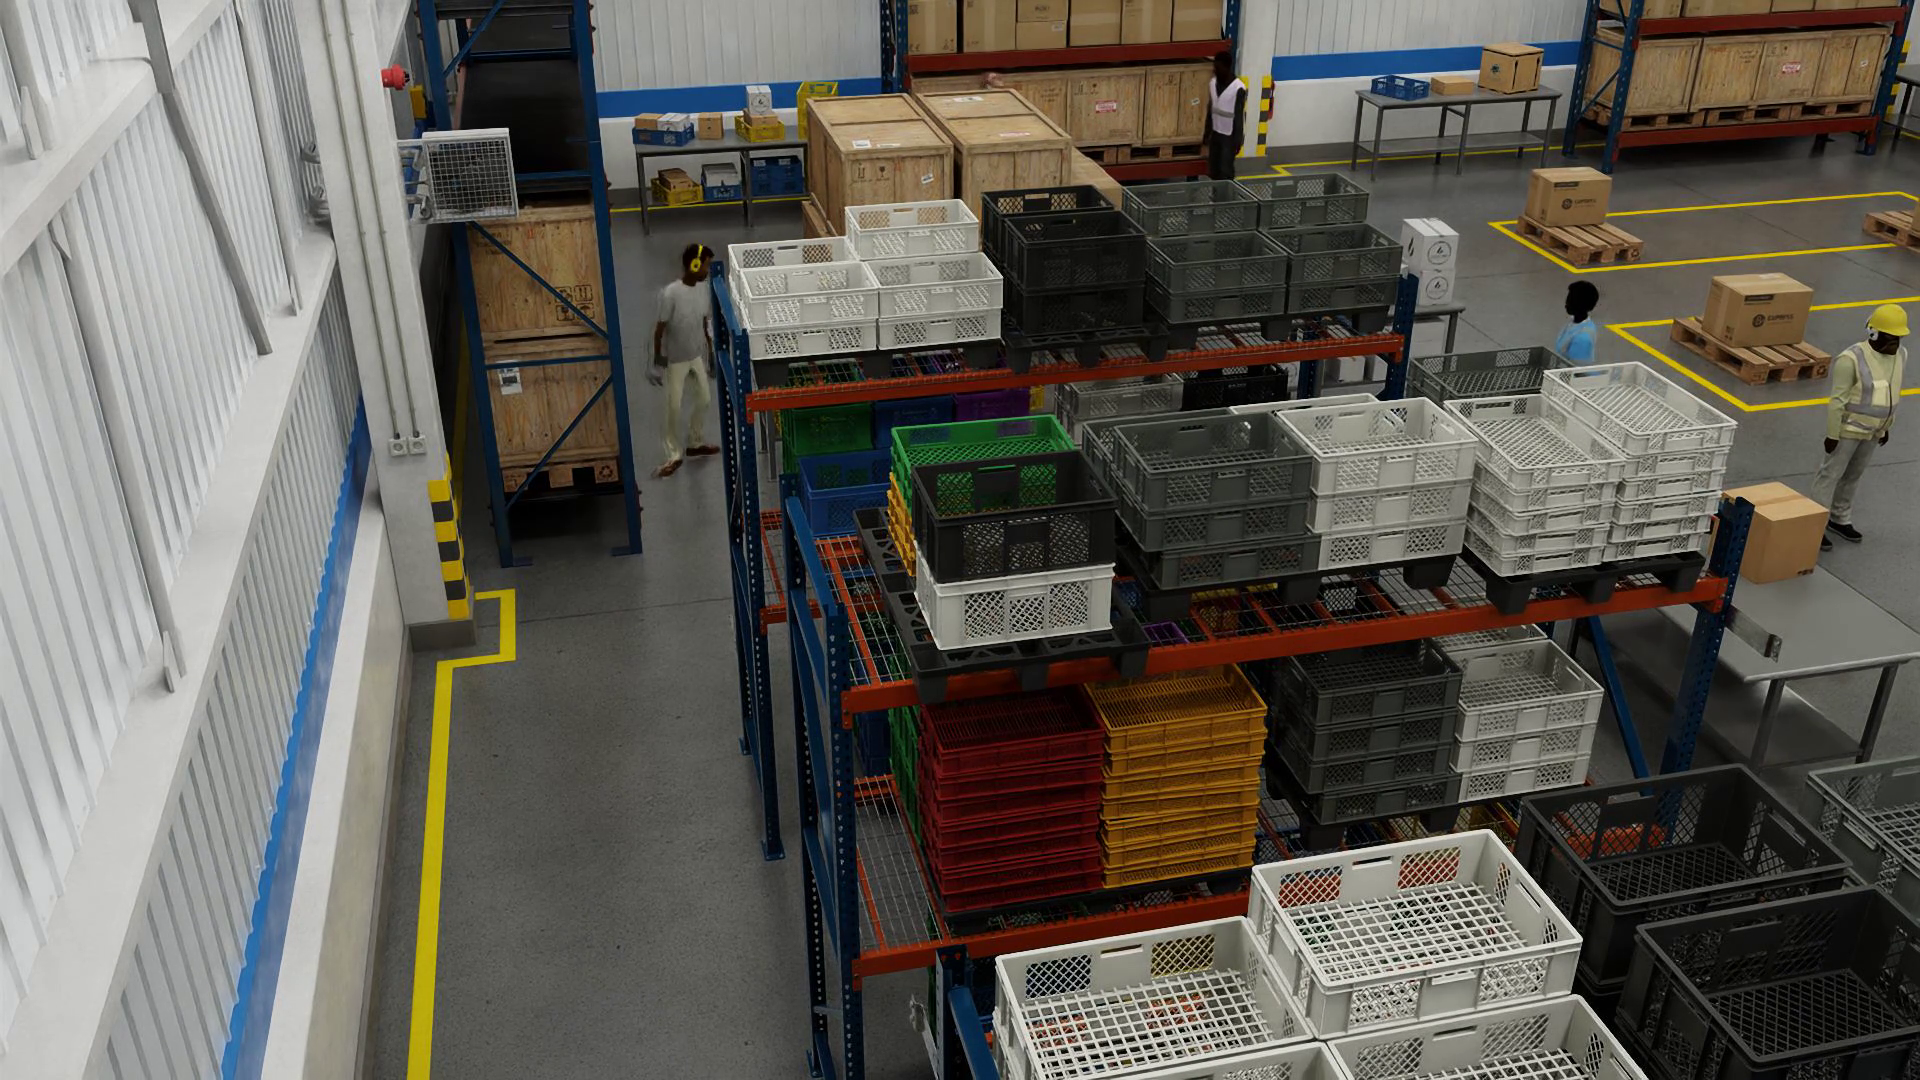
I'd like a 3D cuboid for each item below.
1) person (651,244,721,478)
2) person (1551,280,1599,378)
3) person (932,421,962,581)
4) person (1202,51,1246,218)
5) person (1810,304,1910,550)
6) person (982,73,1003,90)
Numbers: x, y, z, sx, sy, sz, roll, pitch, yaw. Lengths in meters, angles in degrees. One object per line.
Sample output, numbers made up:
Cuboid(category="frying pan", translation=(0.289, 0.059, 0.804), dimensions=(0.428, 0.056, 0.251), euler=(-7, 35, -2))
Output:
Cuboid(category="person", translation=(-2.174, -1.389, 13.001), dimensions=(0.343, 1.831, 0.671), euler=(21, 34, 34))
Cuboid(category="person", translation=(4.632, -1.176, 12.749), dimensions=(0.491, 1.690, 0.566), euler=(5, 28, 10))
Cuboid(category="person", translation=(-0.138, -0.142, 10.569), dimensions=(0.337, 1.881, 0.584), euler=(-13, 31, -23))
Cuboid(category="person", translation=(3.043, -4.675, 19.170), dimensions=(0.426, 1.896, 0.614), euler=(-16, 32, -27))
Cuboid(category="person", translation=(6.442, -0.816, 11.902), dimensions=(0.592, 1.833, 0.404), euler=(-11, 30, -20))
Cuboid(category="person", translation=(0.320, -4.194, 18.289), dimensions=(0.964, 1.853, 0.661), euler=(18, 33, 31))
